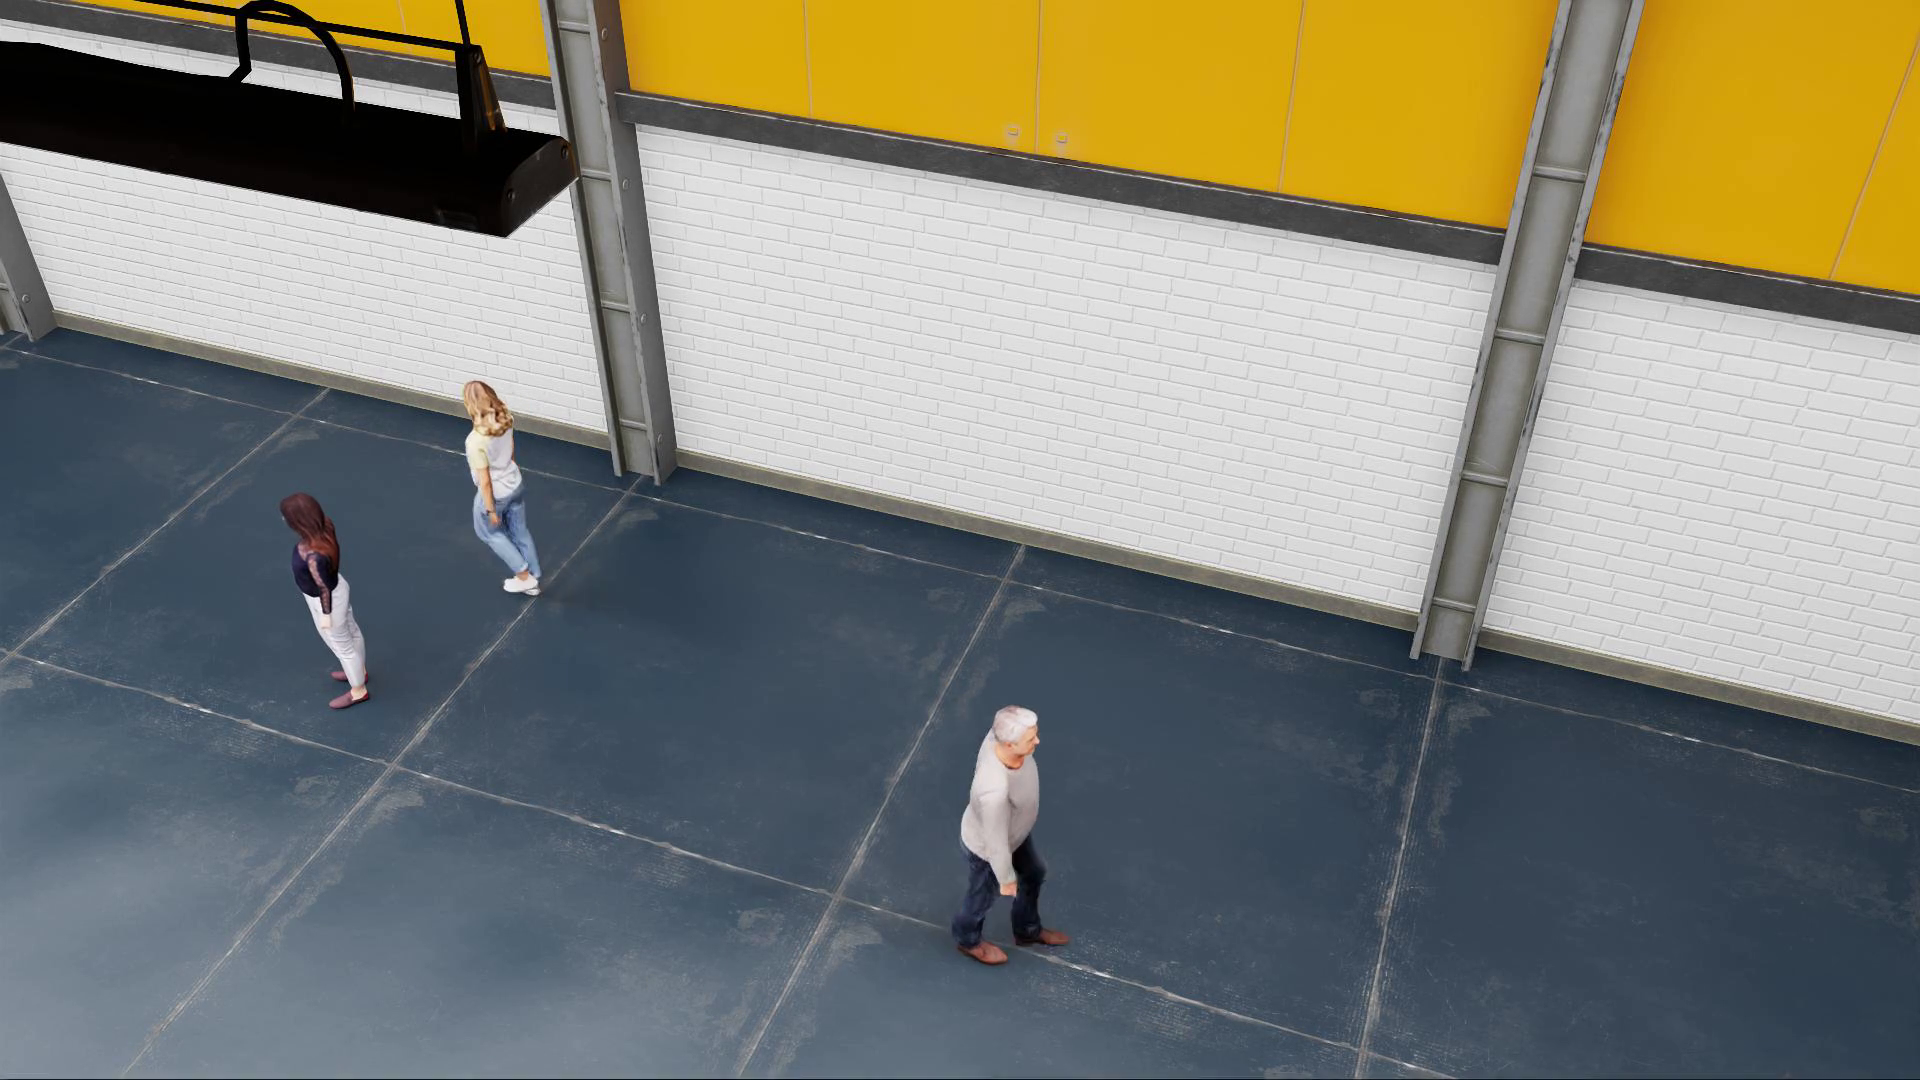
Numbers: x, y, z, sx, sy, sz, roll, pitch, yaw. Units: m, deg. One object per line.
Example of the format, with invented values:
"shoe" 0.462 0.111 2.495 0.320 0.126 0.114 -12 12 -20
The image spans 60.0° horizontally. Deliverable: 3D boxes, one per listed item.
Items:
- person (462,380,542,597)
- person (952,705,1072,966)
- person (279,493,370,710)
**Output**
"person" -2.978 -0.296 11.066 0.592 1.716 0.635 15 41 18
"person" 0.112 1.534 8.640 0.894 1.884 0.812 9 40 11
"person" -3.934 0.364 10.324 0.705 1.611 0.685 -7 39 -9
